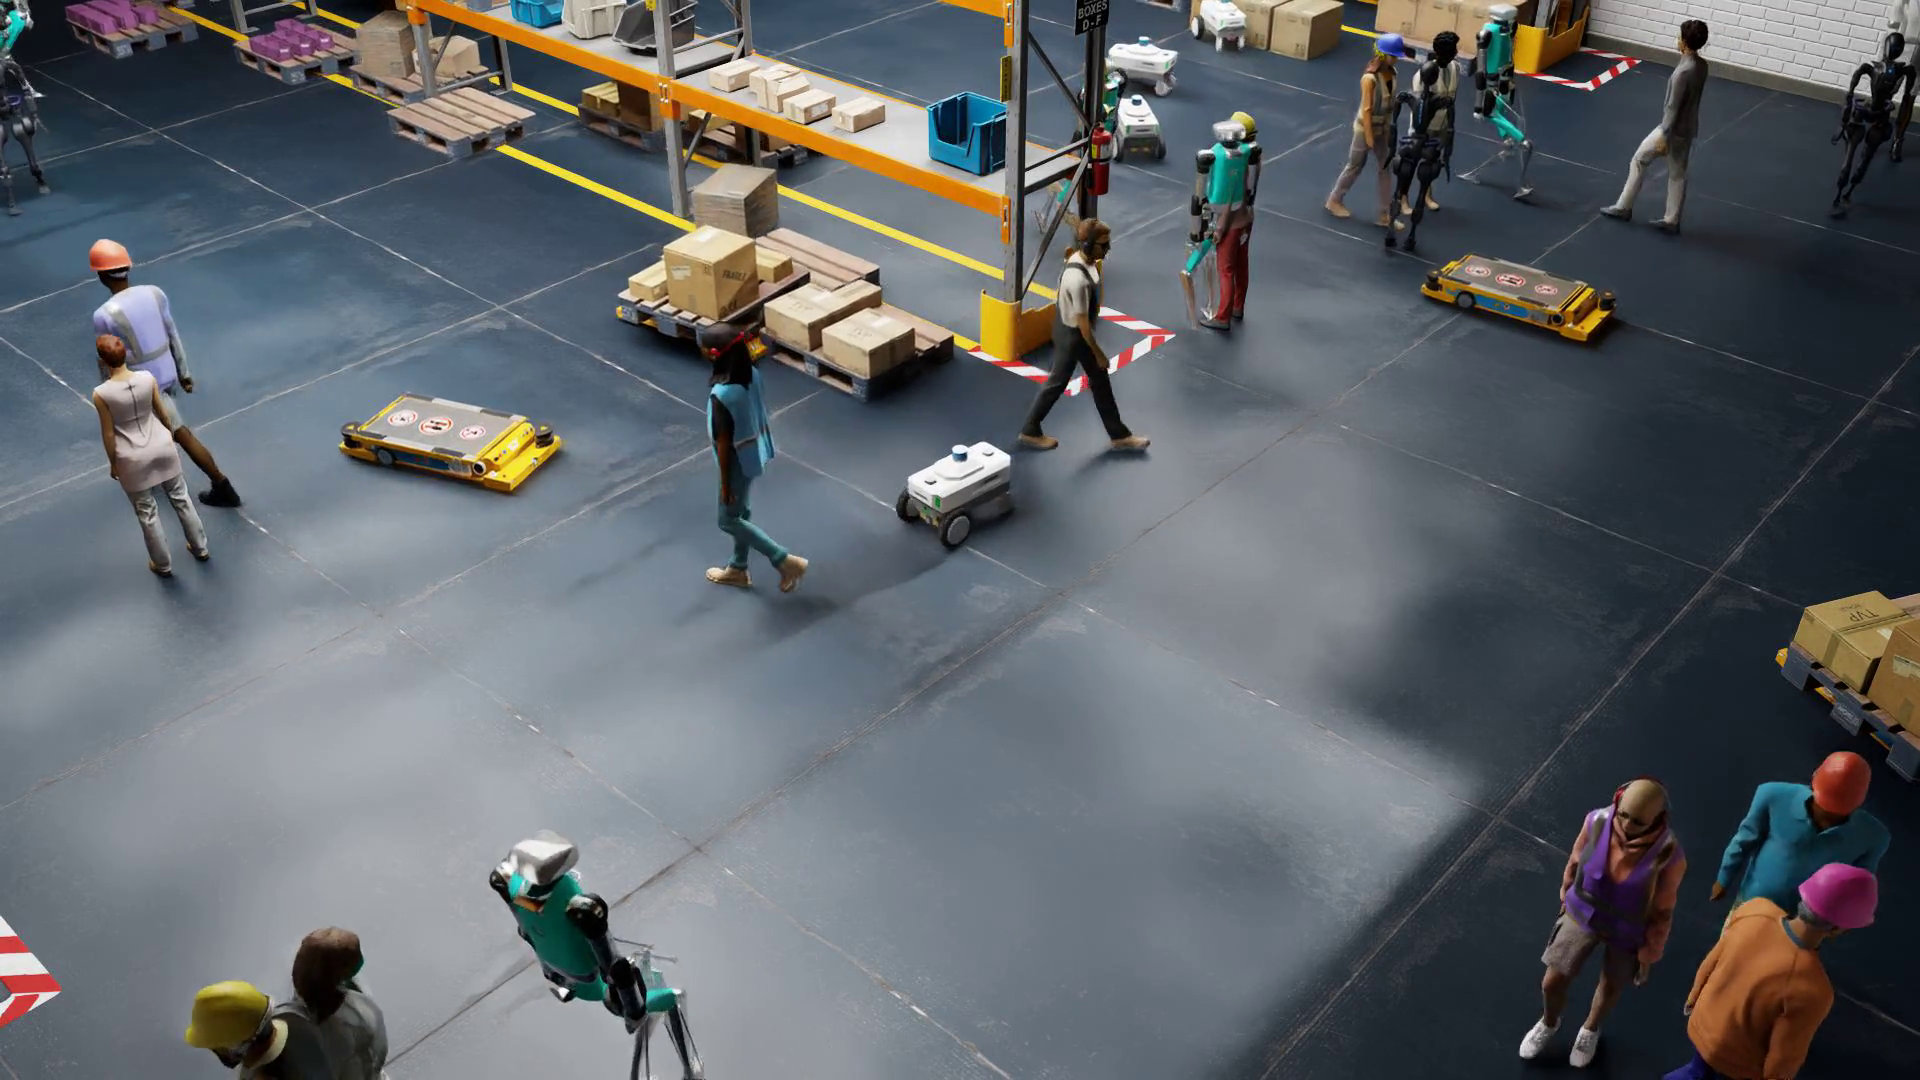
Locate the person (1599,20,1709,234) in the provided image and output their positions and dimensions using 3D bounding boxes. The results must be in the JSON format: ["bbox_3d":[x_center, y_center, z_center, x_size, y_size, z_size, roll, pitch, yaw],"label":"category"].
[{"bbox_3d":[6.233,-3.678,14.735,0.540,1.867,0.841,-24,41,-30],"label":"person"}]

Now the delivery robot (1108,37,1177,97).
[{"bbox_3d":[1.951,-5.141,18.005,0.774,0.592,0.499,14,37,20],"label":"delivery robot"}]

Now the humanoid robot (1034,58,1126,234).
[{"bbox_3d":[0.912,-3.367,14.412,0.962,1.765,0.540,27,43,34],"label":"humanoid robot"}]

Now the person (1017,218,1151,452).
[{"bbox_3d":[0.845,-1.380,11.471,0.964,1.787,0.496,9,36,13],"label":"person"}]

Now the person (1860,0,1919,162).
[{"bbox_3d":[9.153,-4.624,16.058,0.550,1.923,0.387,13,37,18],"label":"person"}]

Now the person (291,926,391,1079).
[{"bbox_3d":[-2.483,2.124,6.527,0.602,1.636,0.512,-16,38,-22],"label":"person"}]

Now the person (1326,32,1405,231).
[{"bbox_3d":[3.679,-3.647,14.786,0.473,1.742,0.772,-23,41,-30],"label":"person"}]

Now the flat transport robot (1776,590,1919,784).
[{"bbox_3d":[5.400,0.973,9.400,0.659,0.231,1.431,-11,36,-16],"label":"flat transport robot"}]

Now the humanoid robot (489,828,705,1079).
[{"bbox_3d":[-1.438,1.766,6.984,0.568,1.805,0.834,16,38,22],"label":"humanoid robot"}]

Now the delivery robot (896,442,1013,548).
[{"bbox_3d":[0.000,-0.355,11.067,0.777,0.587,0.499,-27,43,-34],"label":"delivery robot"}]

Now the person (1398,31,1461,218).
[{"bbox_3d":[4.246,-3.757,15.001,0.535,1.690,0.319,-19,39,-26],"label":"person"}]

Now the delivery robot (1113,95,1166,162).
[{"bbox_3d":[1.744,-4.095,16.492,0.499,0.595,0.781,-4,35,-5],"label":"delivery robot"}]

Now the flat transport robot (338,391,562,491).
[{"bbox_3d":[-3.637,-0.712,11.841,1.431,0.231,0.659,12,36,17],"label":"flat transport robot"}]

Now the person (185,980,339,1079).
[{"bbox_3d":[-2.445,2.284,6.153,0.459,1.811,0.631,-5,35,-8],"label":"person"}]

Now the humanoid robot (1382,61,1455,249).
[{"bbox_3d":[3.965,-3.322,14.377,0.589,1.649,0.329,13,37,18],"label":"humanoid robot"}]

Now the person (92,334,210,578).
[{"bbox_3d":[-5.076,-0.526,10.354,0.284,1.650,0.432,24,41,31],"label":"person"}]

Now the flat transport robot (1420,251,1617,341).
[{"bbox_3d":[4.616,-2.032,13.754,1.431,0.231,0.659,24,41,30],"label":"flat transport robot"}]

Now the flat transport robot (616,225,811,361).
[{"bbox_3d":[-2.030,-1.816,13.441,1.431,0.231,0.659,21,40,27],"label":"flat transport robot"}]

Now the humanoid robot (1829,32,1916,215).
[{"bbox_3d":[8.231,-3.741,15.000,0.584,1.642,0.557,6,35,8],"label":"humanoid robot"}]

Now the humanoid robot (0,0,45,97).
[{"bbox_3d":[-10.232,-5.501,17.565,0.810,1.844,0.563,5,35,7],"label":"humanoid robot"}]

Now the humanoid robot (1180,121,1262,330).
[{"bbox_3d":[1.970,-2.515,13.175,0.538,1.791,0.754,-12,36,-17],"label":"humanoid robot"}]

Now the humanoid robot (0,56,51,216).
[{"bbox_3d":[-8.701,-3.836,15.175,0.612,1.643,0.559,-19,39,-25],"label":"humanoid robot"}]

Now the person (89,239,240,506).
[{"bbox_3d":[-5.370,-1.075,10.959,1.012,1.869,0.538,8,35,11],"label":"person"}]

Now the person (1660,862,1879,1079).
[{"bbox_3d":[2.994,1.966,6.482,0.643,1.949,0.562,-6,35,-8],"label":"person"}]

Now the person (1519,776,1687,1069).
[{"bbox_3d":[2.769,1.689,7.127,0.489,1.676,0.535,24,41,30],"label":"person"}]

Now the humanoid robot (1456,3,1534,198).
[{"bbox_3d":[5.131,-3.969,15.324,0.547,1.769,1.021,-27,43,-33],"label":"humanoid robot"}]

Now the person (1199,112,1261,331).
[{"bbox_3d":[2.147,-2.513,13.133,0.308,1.768,0.532,23,41,30],"label":"person"}]

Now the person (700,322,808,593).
[{"bbox_3d":[-1.283,-0.449,10.077,0.646,1.845,0.537,11,36,15],"label":"person"}]

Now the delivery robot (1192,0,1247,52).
[{"bbox_3d":[3.043,-6.011,19.259,0.499,0.585,0.775,-8,35,-11],"label":"delivery robot"}]

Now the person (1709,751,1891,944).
[{"bbox_3d":[3.653,1.522,7.318,0.570,1.724,0.649,22,40,29],"label":"person"}]
